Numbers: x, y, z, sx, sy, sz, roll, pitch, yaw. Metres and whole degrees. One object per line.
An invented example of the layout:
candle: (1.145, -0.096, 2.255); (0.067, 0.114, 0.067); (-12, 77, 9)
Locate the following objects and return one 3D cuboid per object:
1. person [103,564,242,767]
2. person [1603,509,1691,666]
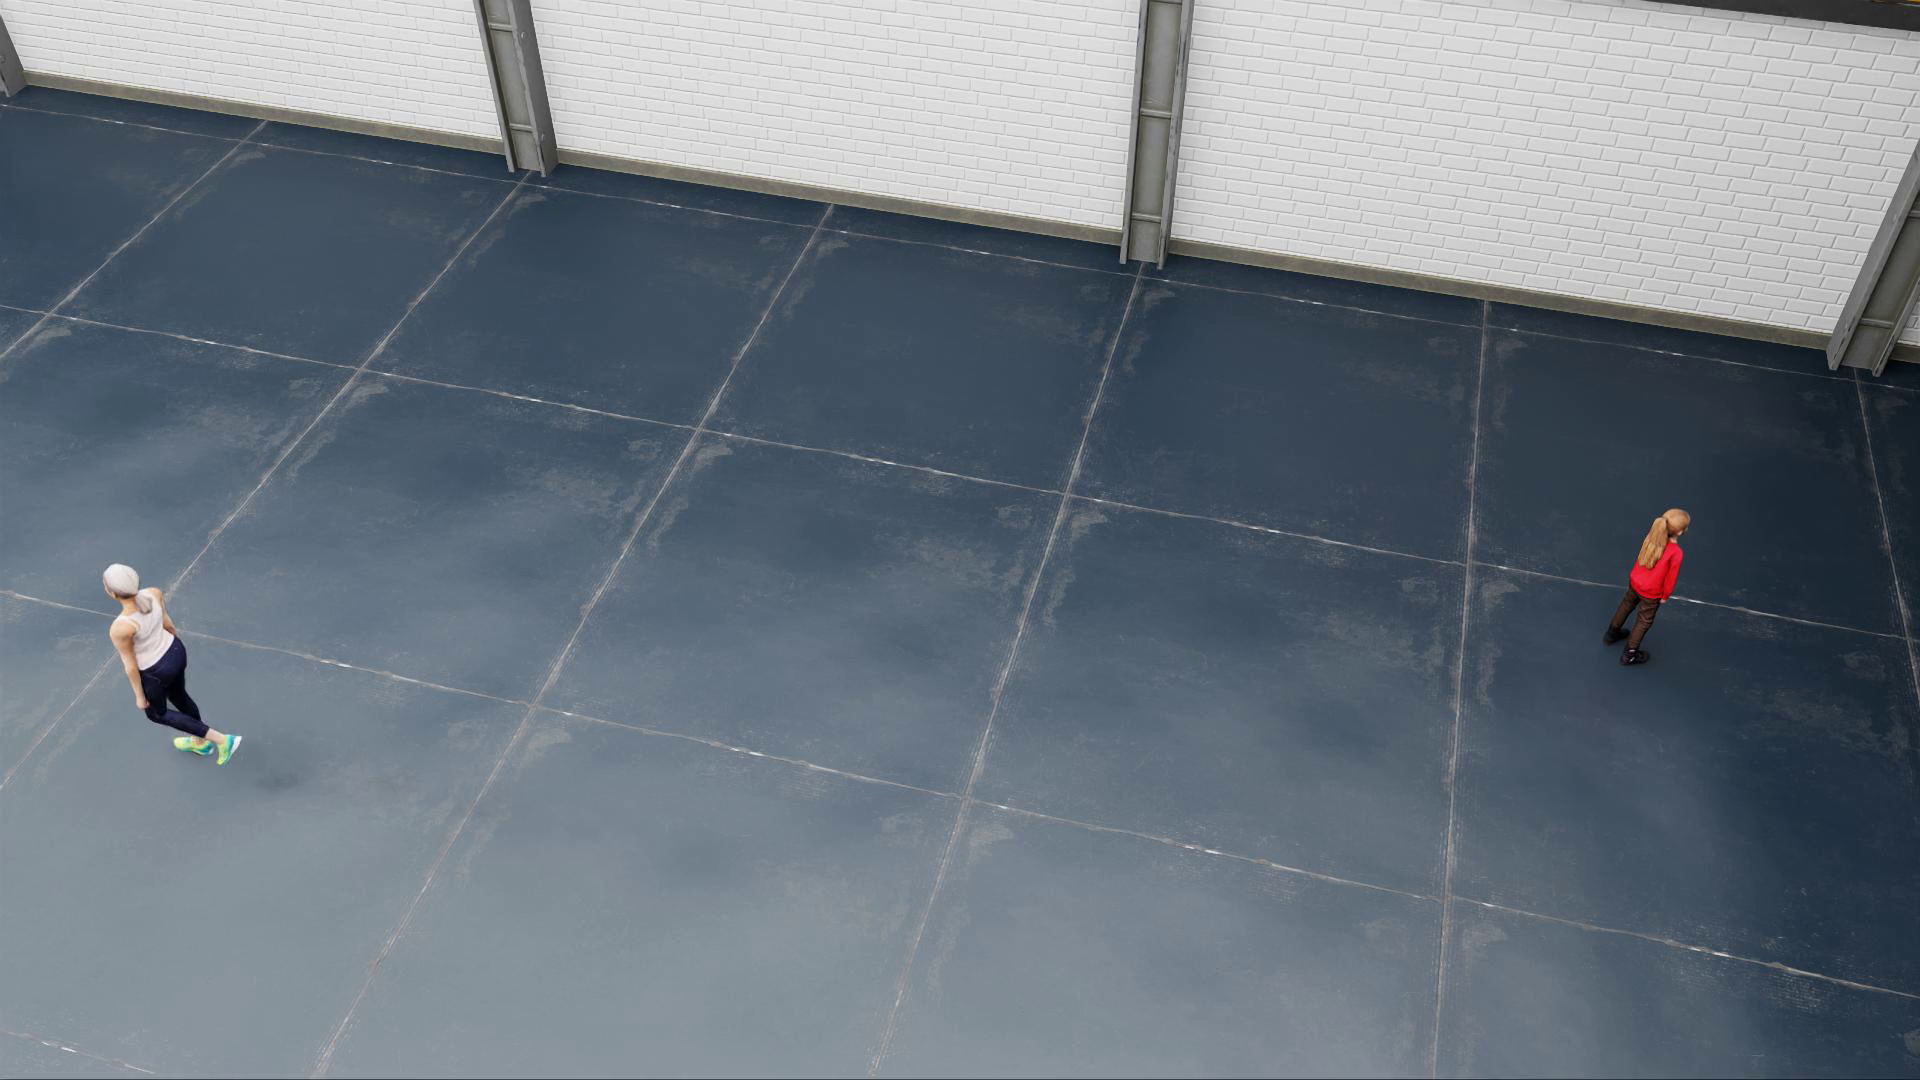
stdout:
person: (-4.839, 0.816, 10.244); (0.820, 1.690, 0.645); (8, 44, 8)
person: (4.595, 0.293, 11.089); (0.608, 1.280, 0.567); (-13, 45, -14)
